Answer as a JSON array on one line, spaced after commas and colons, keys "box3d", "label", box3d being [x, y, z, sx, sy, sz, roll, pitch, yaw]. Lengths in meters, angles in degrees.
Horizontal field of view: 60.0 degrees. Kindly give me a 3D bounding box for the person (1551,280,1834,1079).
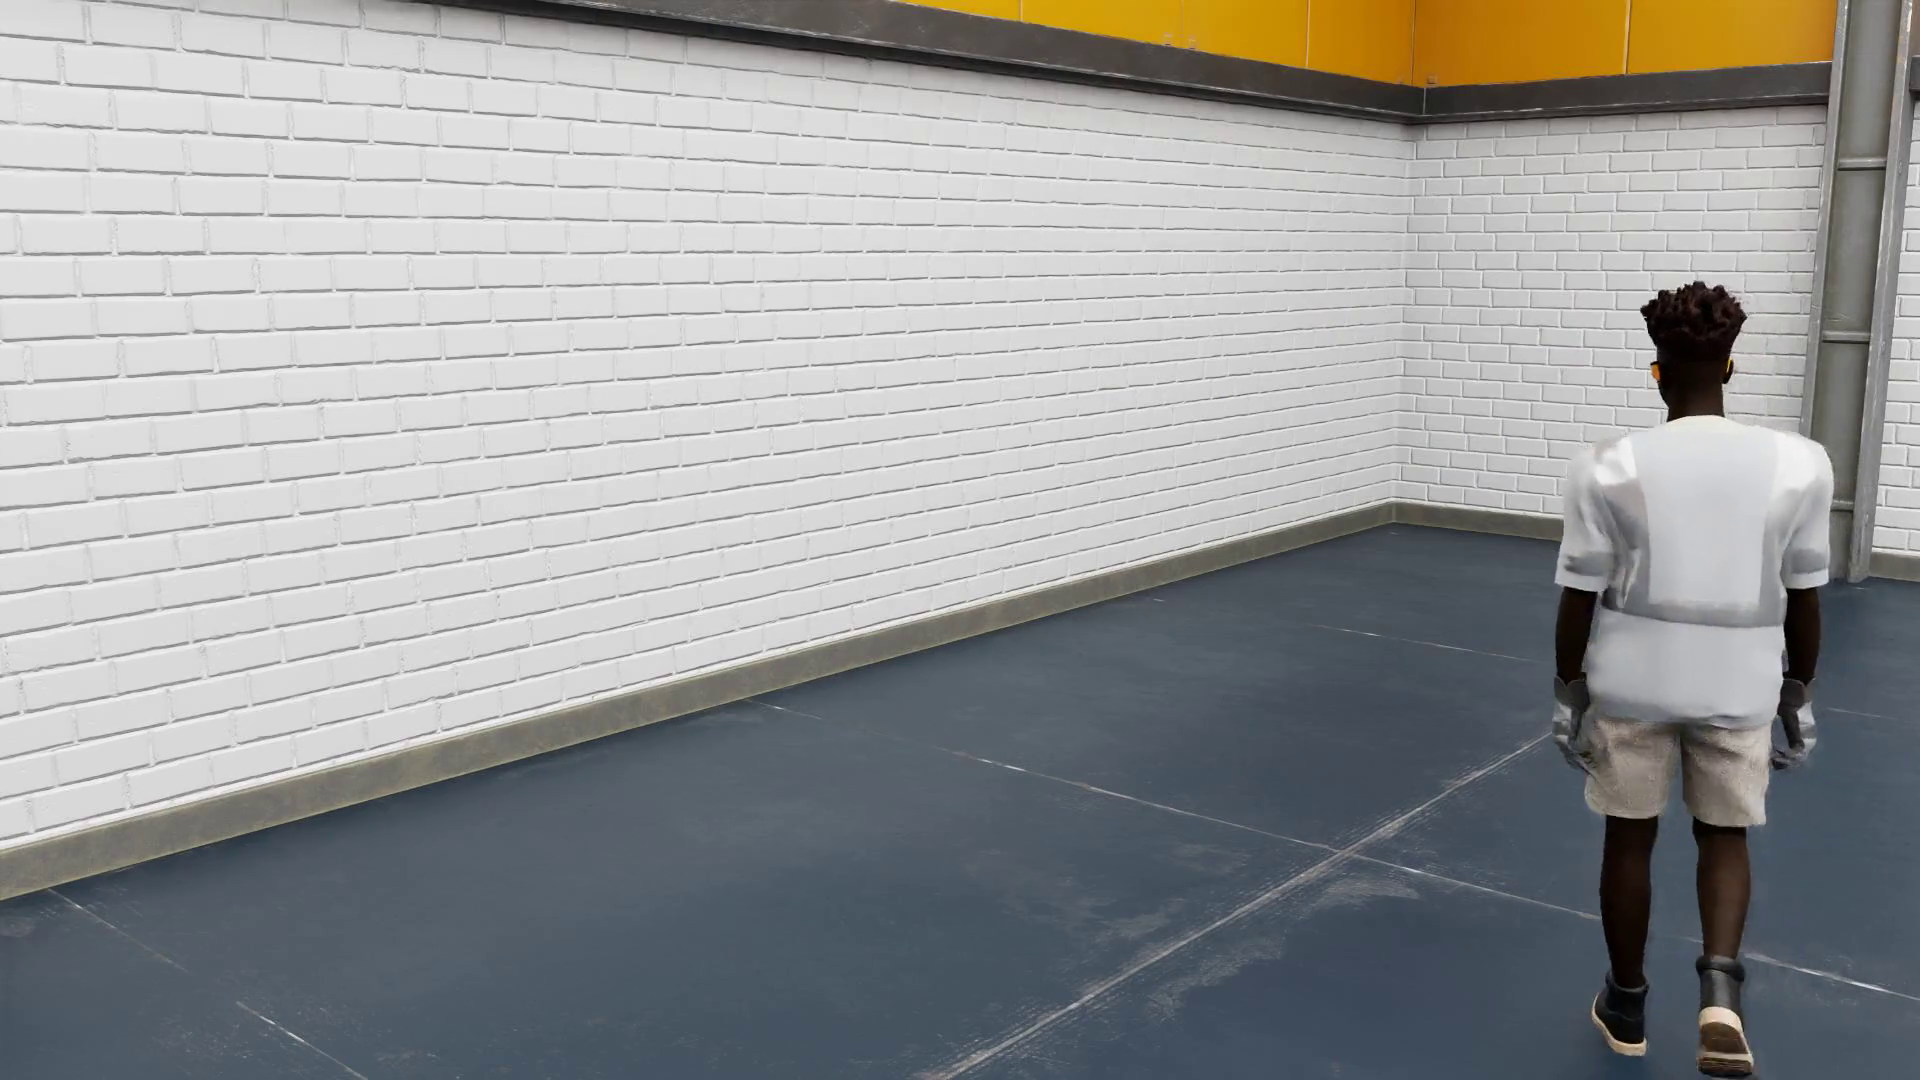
[{"box3d": [1.741, 0.360, 3.993, 0.626, 1.945, 0.560, 2, 10, 14], "label": "person"}]
